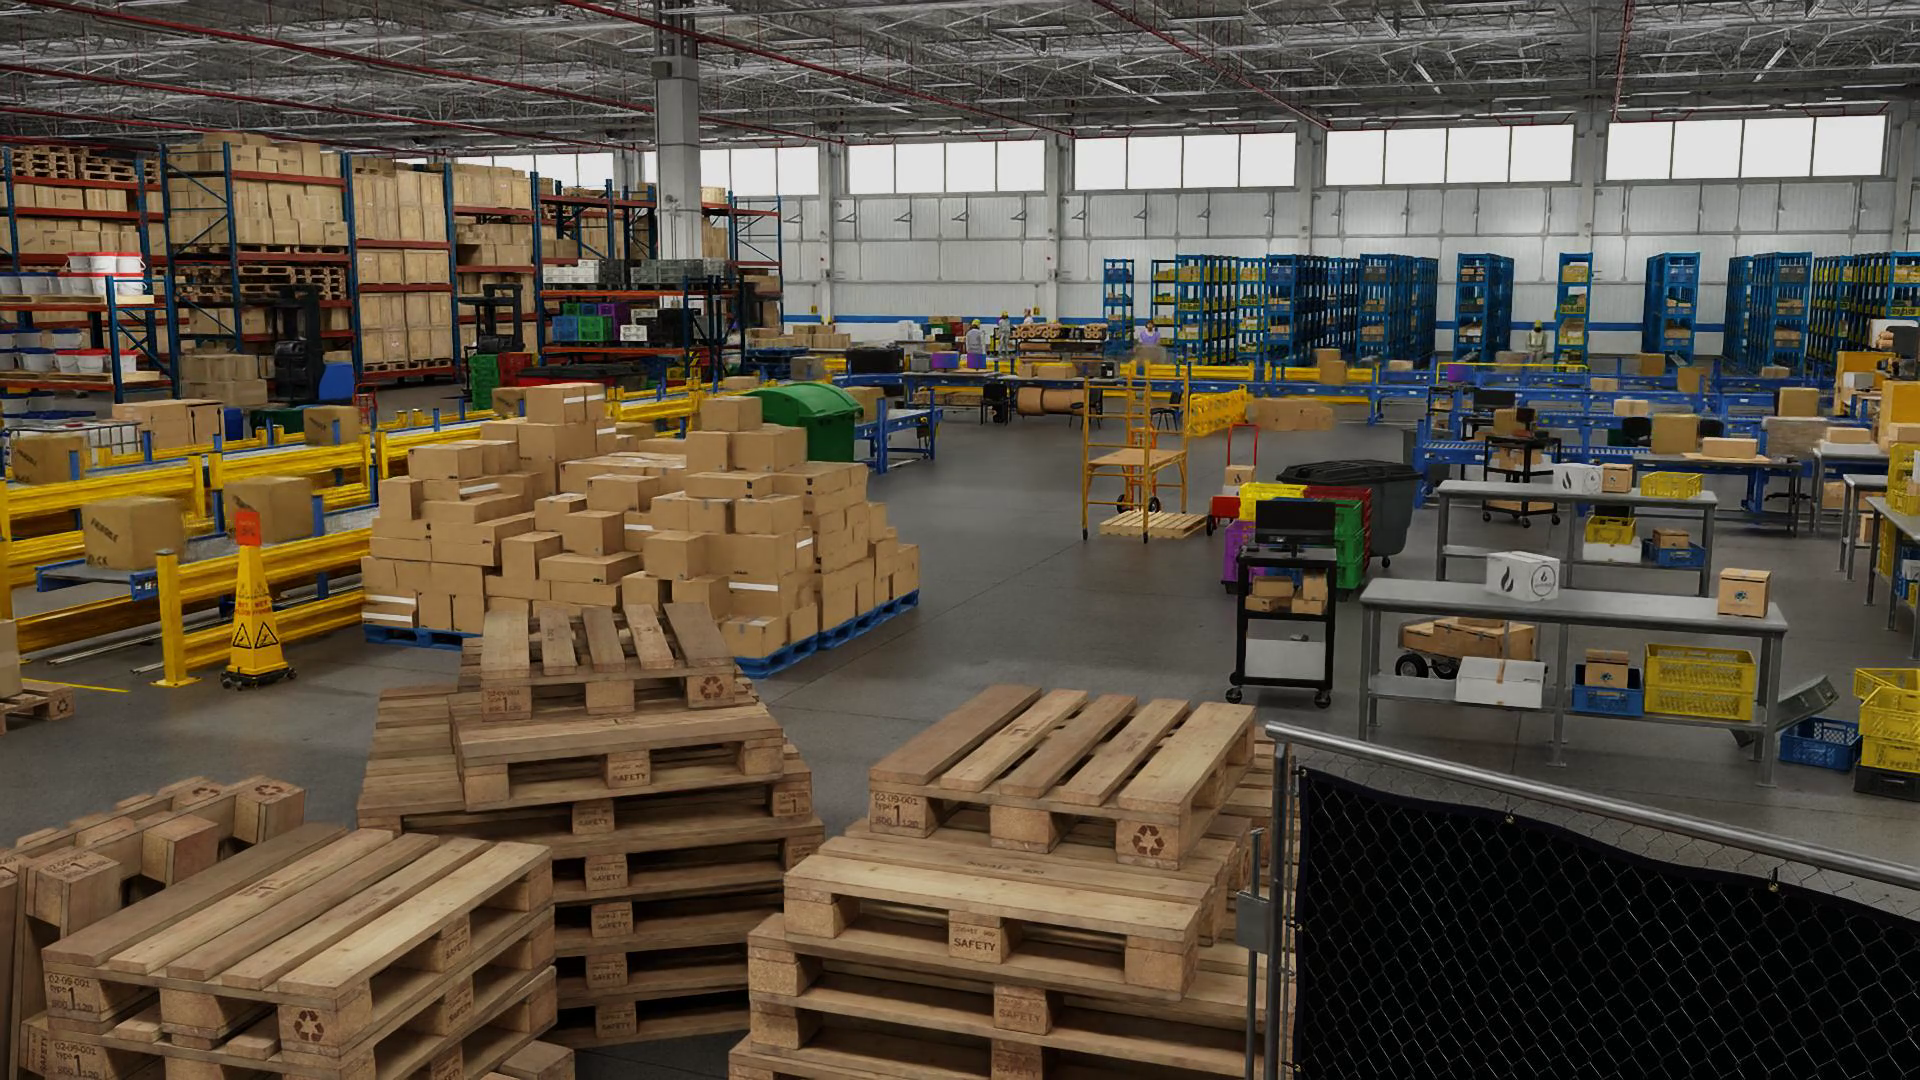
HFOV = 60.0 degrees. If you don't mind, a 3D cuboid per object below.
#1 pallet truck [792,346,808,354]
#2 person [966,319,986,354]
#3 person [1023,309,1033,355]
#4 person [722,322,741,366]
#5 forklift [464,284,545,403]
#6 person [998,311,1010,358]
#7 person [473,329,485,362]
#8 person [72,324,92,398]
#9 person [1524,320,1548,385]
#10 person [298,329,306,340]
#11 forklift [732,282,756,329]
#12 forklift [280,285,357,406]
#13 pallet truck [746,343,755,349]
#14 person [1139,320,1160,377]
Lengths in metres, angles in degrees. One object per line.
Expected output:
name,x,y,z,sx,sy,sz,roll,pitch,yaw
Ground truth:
pallet truck,-3.705,-4.298,42.022,0.653,1.274,1.630,3,10,20
person,0.458,-5.194,45.974,0.586,1.836,0.403,5,10,29
person,2.268,-6.873,56.294,0.409,1.907,0.651,1,9,5
person,-5.550,-4.333,40.368,0.983,1.891,0.635,6,11,34
forklift,-10.832,-4.702,39.610,1.129,2.768,1.873,3,10,20
person,1.635,-7.519,60.899,0.485,1.735,0.346,-5,10,-28
person,-12.041,-4.478,41.944,0.321,1.693,0.535,8,12,42
person,-21.753,-4.404,41.050,0.603,1.816,0.478,3,9,17
person,15.893,-5.168,45.884,0.630,1.804,0.742,3,9,17
person,-15.425,-4.067,38.762,0.668,1.877,0.471,0,9,-1
forklift,-6.642,-6.545,51.184,1.873,2.768,1.129,3,10,20
forklift,-14.364,-4.198,36.450,1.129,2.768,1.873,5,10,28
pallet truck,-6.183,-4.618,44.264,1.601,1.201,0.680,-9,12,-43
person,5.041,-4.940,44.342,0.567,1.847,0.389,0,9,-2
